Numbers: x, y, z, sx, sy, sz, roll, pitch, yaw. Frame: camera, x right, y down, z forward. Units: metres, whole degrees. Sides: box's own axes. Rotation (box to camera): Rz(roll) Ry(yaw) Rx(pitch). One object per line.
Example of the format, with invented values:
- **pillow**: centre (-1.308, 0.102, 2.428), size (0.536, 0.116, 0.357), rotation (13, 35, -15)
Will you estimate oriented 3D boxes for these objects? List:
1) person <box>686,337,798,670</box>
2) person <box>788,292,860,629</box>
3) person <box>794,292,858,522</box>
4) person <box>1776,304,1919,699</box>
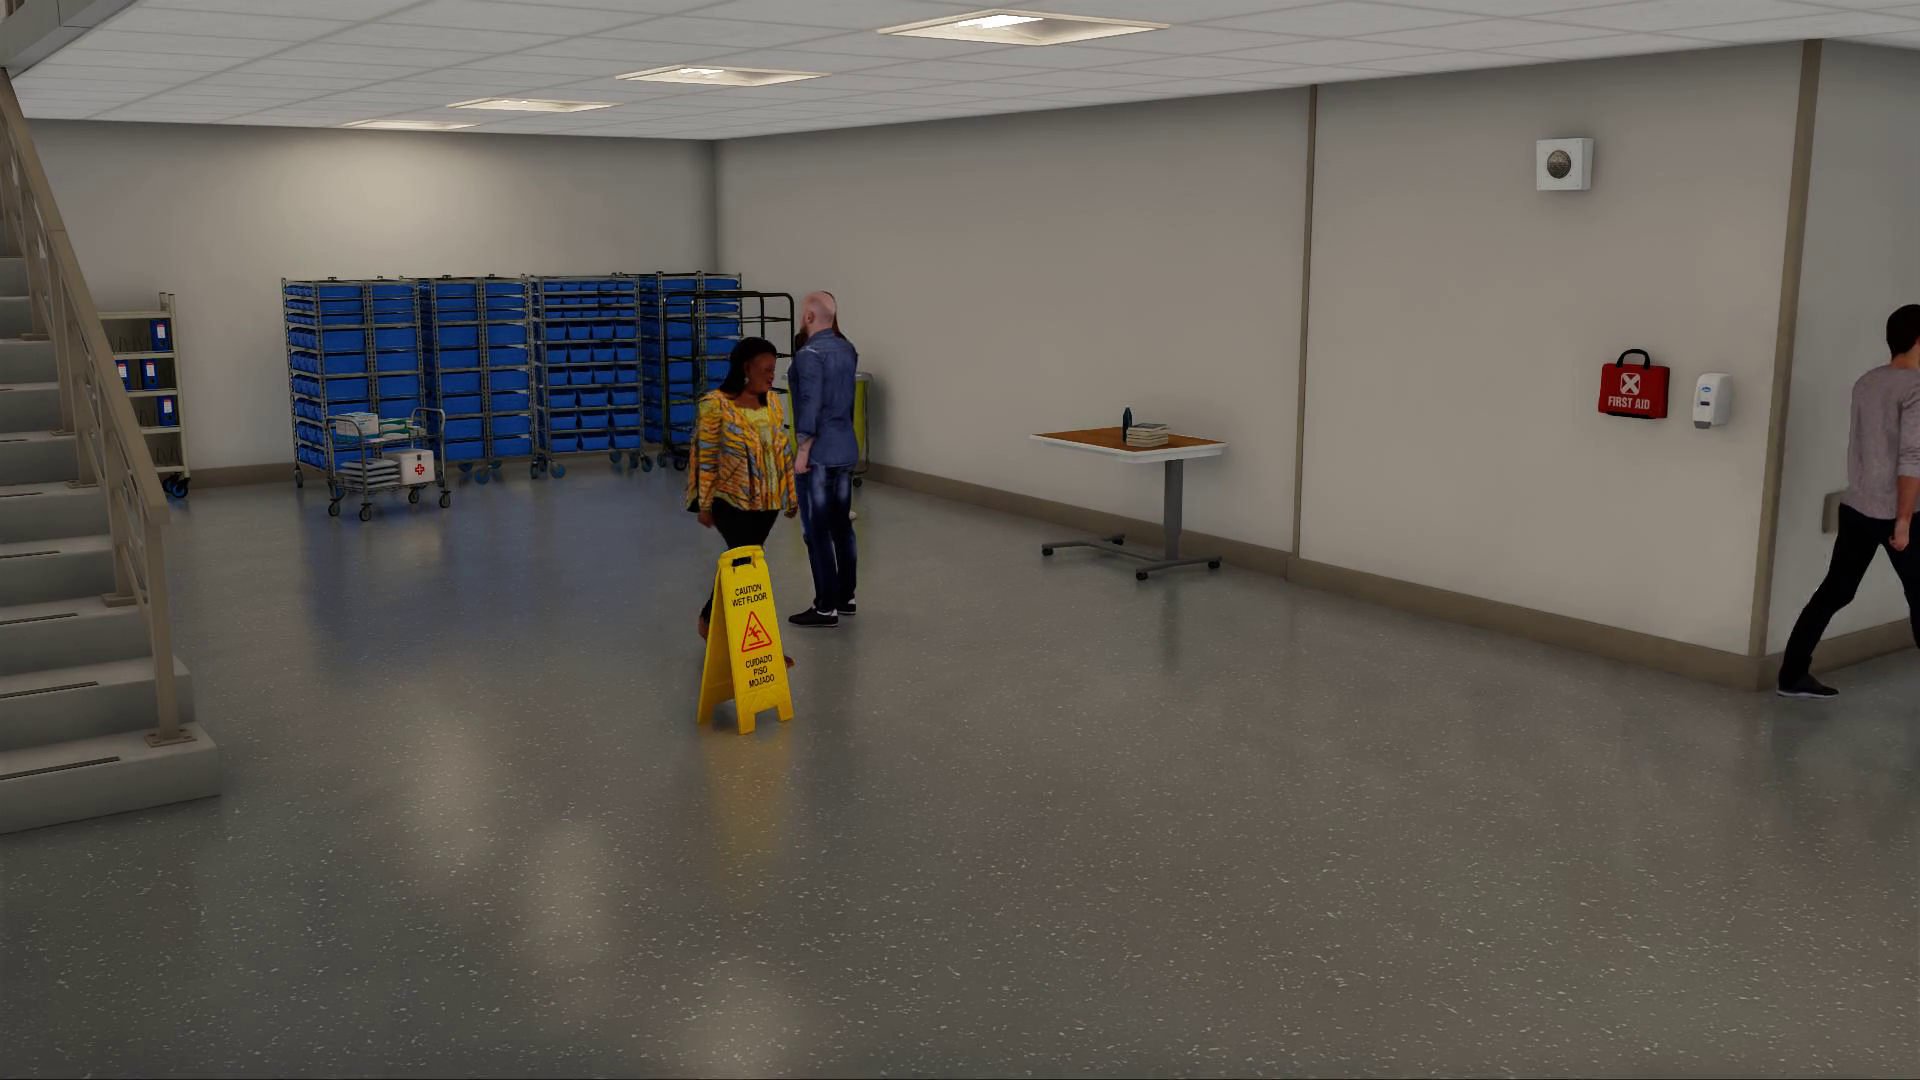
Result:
- **person**: centre (-1.114, -0.169, 8.266), size (1.135, 1.603, 0.891), rotation (9, 14, 41)
- **person**: centre (-0.744, -0.443, 9.112), size (0.798, 1.825, 0.805), rotation (5, 12, 24)
- **person**: centre (-1.011, -0.984, 12.297), size (0.656, 1.700, 0.741), rotation (3, 11, 17)
- **person**: centre (4.022, -0.100, 7.420), size (1.110, 1.782, 1.236), rotation (-1, 11, -7)
